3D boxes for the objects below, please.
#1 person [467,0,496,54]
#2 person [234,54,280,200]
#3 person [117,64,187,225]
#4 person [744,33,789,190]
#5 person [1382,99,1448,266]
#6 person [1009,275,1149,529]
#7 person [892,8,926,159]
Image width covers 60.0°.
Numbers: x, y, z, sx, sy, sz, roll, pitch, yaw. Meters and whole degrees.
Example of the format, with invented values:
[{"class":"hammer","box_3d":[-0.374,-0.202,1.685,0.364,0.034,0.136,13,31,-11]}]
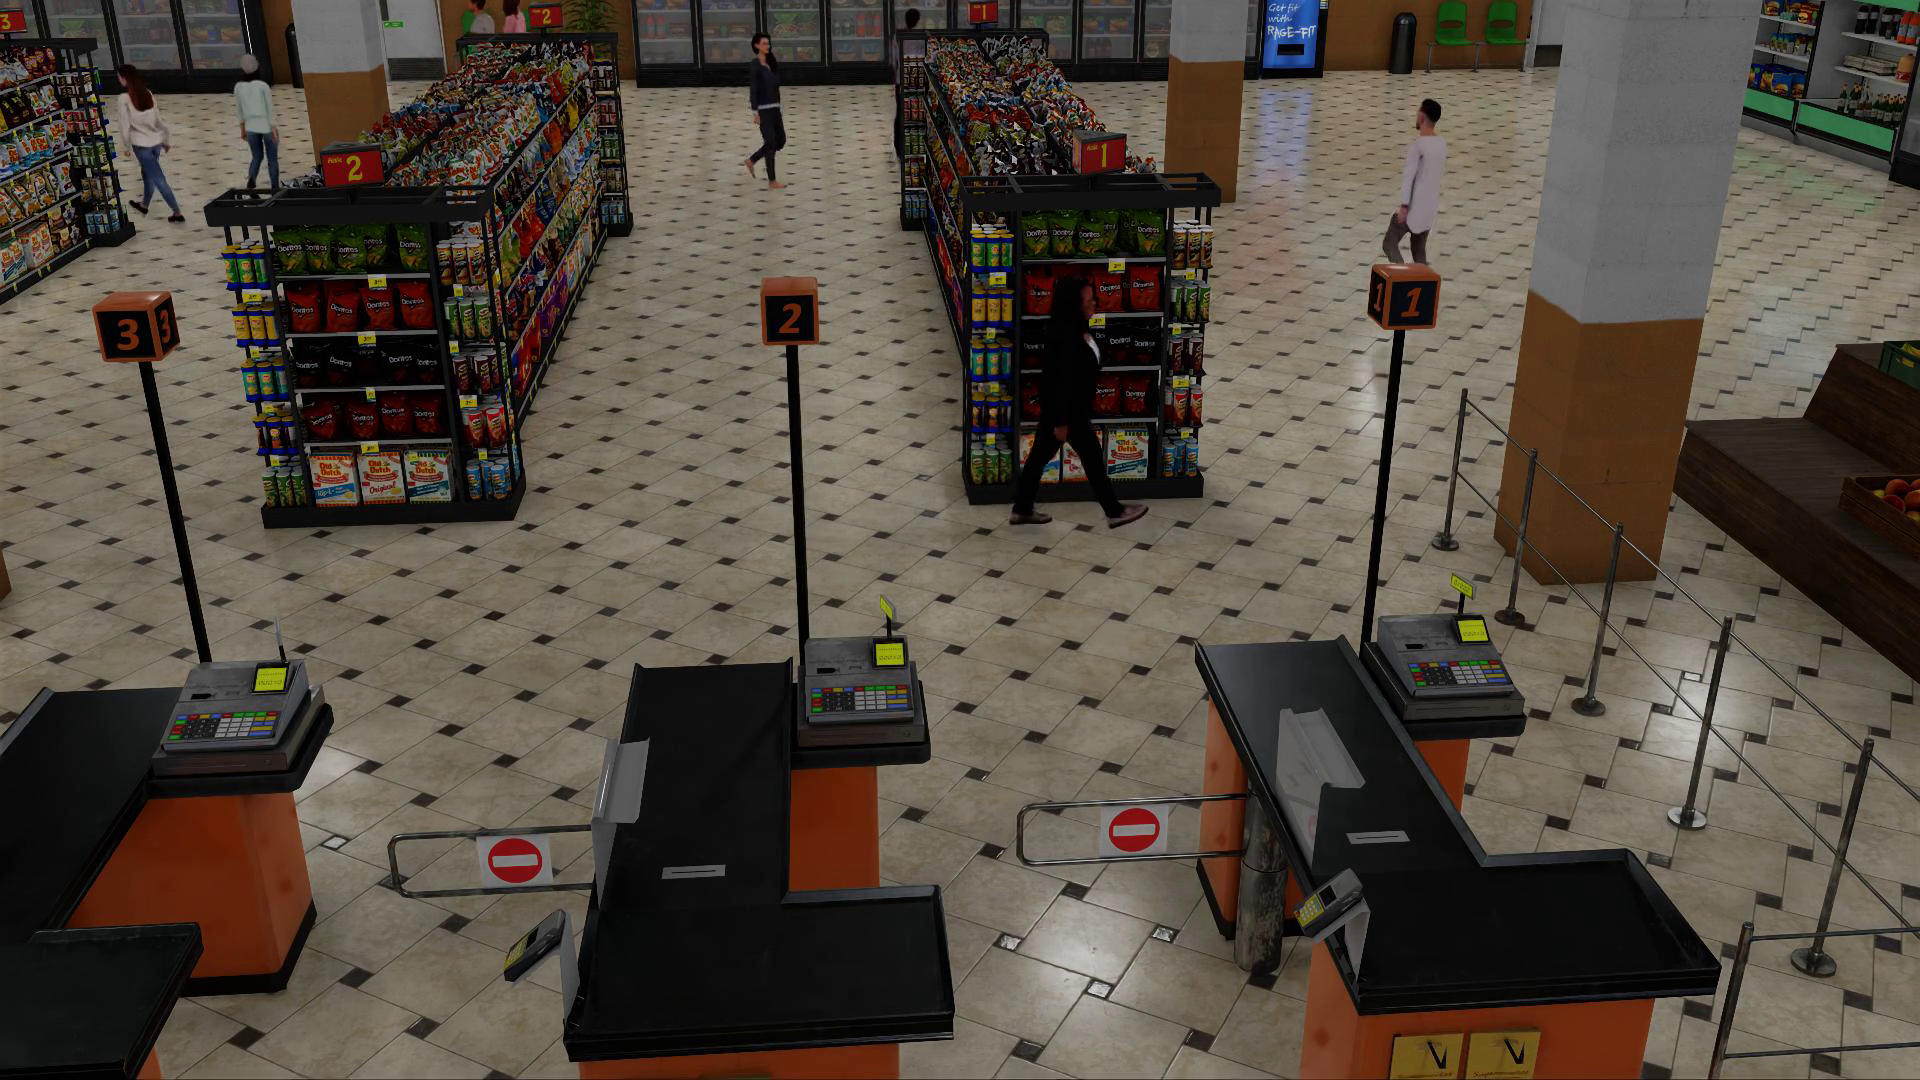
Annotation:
[{"class":"person","box_3d":[-6.327,-6.426,22.488,0.899,1.879,1.130,3,24,7]},{"class":"person","box_3d":[-7.840,-4.567,18.556,0.632,1.626,0.994,0,24,1]},{"class":"person","box_3d":[-8.490,-4.100,17.475,1.066,1.637,1.140,12,26,26]},{"class":"person","box_3d":[-2.312,-4.997,19.379,0.932,1.753,0.942,11,26,23]},{"class":"person","box_3d":[4.034,-2.883,14.450,0.807,1.832,0.818,-18,29,-35]},{"class":"person","box_3d":[0.552,-0.770,9.949,0.757,1.569,1.009,-1,24,-3]},{"class":"person","box_3d":[-0.662,-5.691,20.915,0.903,1.793,1.236,5,24,10]}]
